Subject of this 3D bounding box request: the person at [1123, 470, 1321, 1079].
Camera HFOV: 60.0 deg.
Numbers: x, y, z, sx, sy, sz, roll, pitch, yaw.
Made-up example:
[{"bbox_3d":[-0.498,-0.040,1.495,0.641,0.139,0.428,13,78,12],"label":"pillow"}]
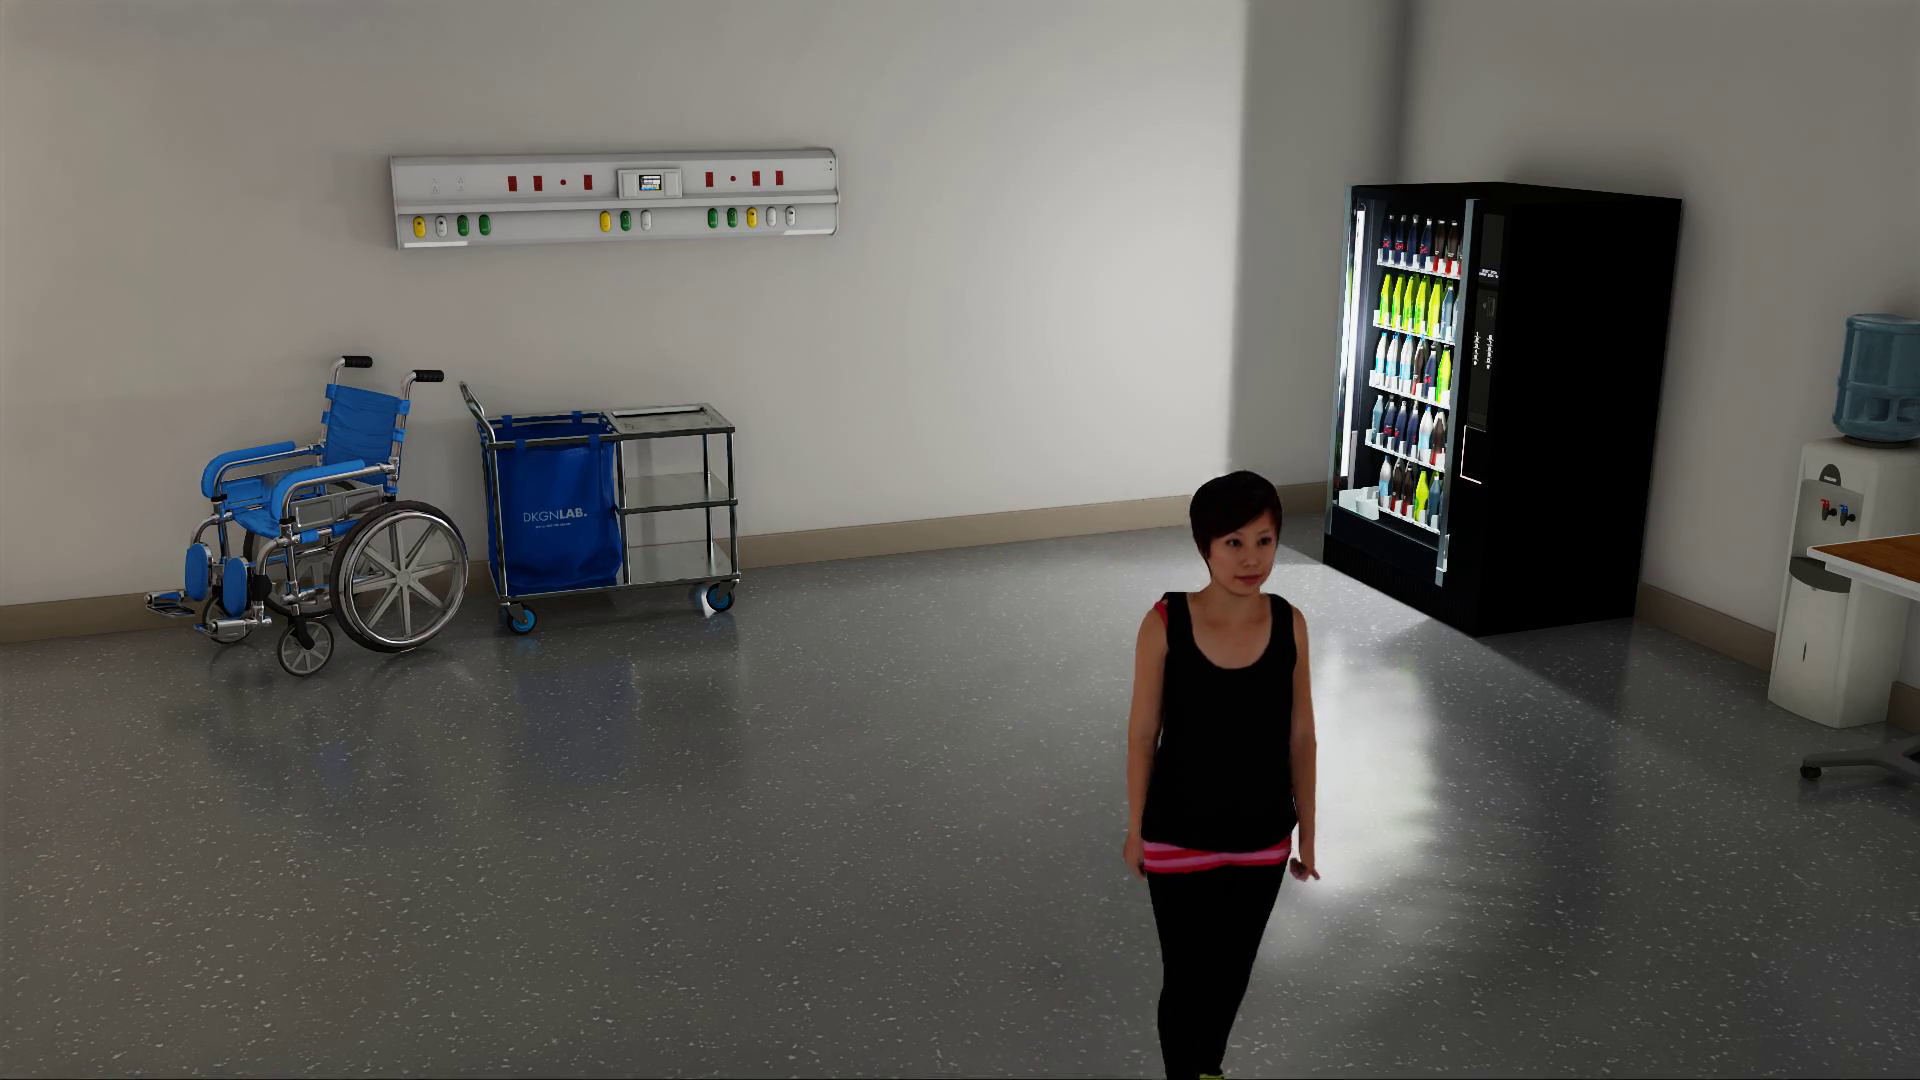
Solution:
[{"bbox_3d":[0.546,0.588,3.692,0.583,1.543,0.643,-4,16,-13],"label":"person"}]
